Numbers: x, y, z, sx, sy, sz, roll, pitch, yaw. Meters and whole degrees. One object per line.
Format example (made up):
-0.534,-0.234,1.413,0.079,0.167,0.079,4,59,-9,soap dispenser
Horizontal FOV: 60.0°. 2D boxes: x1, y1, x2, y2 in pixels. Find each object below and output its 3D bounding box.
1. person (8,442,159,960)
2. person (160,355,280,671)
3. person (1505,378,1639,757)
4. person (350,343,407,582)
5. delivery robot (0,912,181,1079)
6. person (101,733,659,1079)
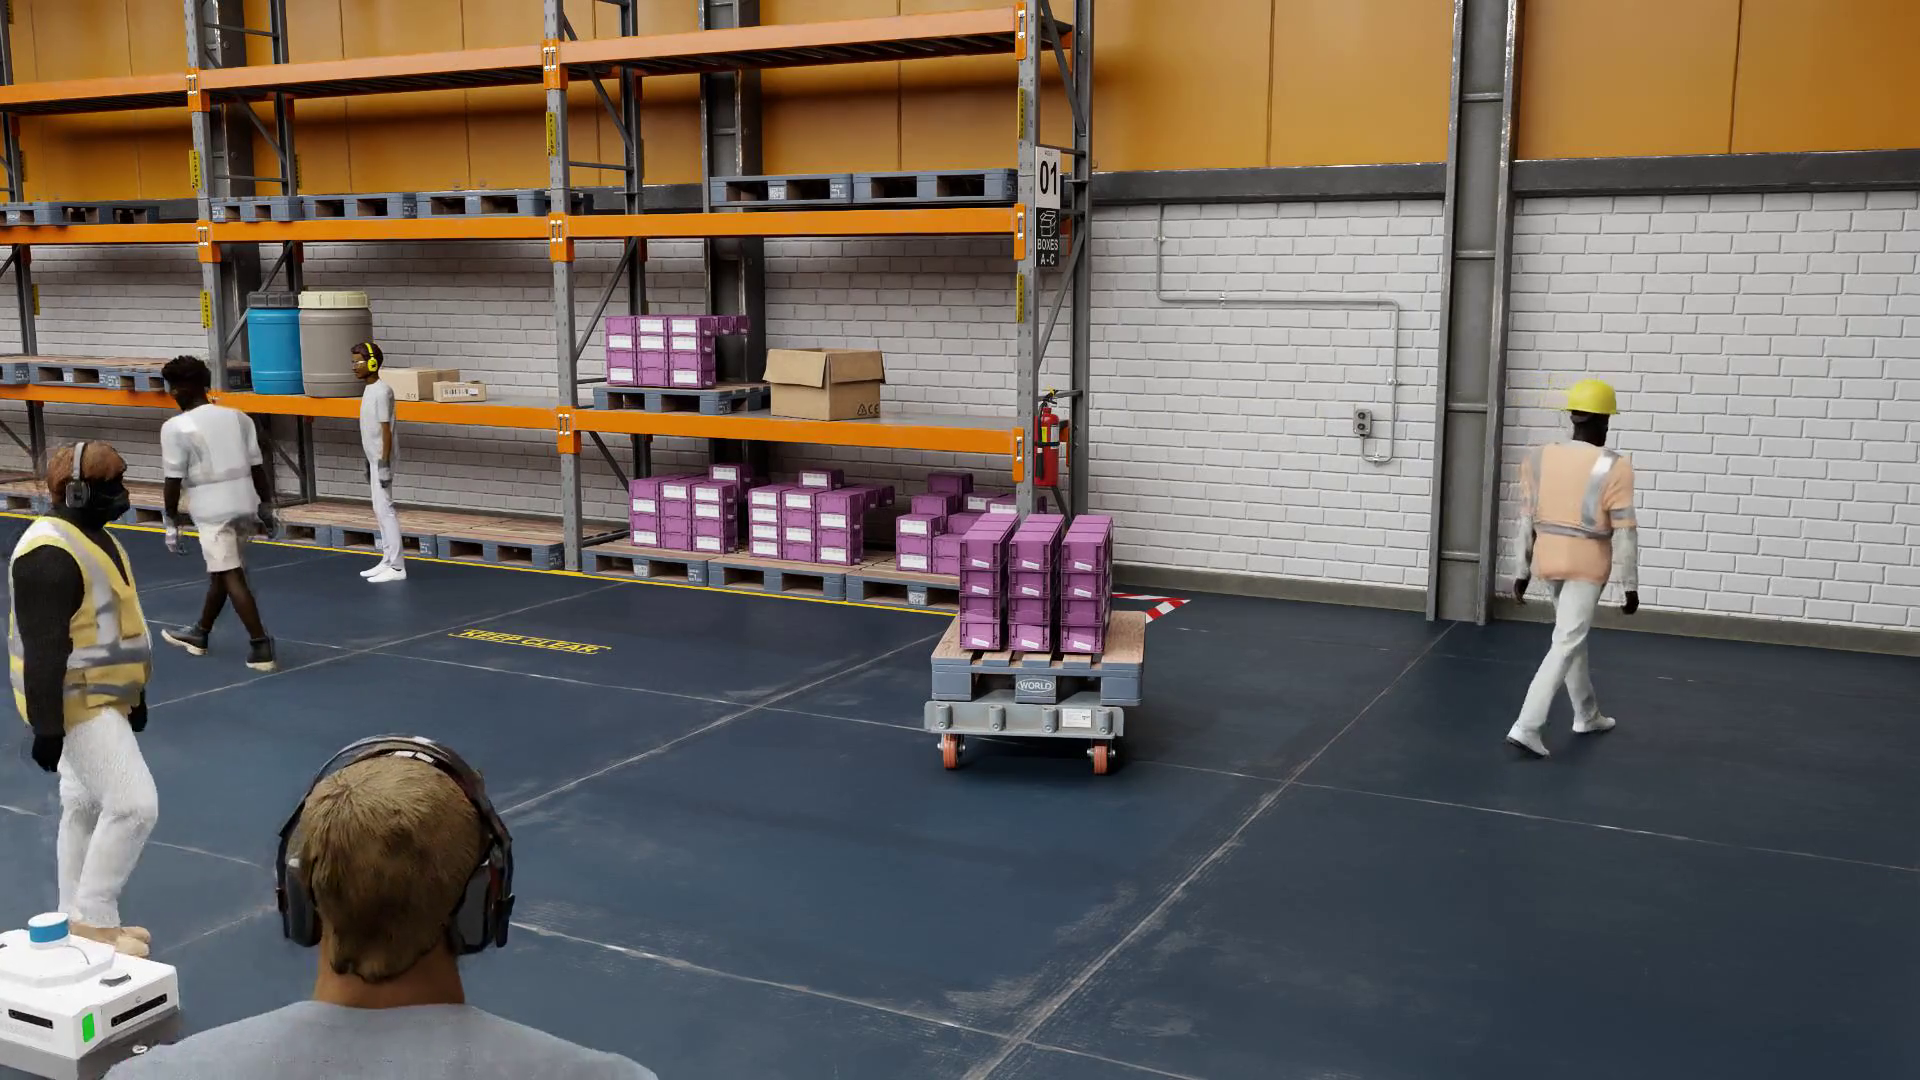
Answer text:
-2.984,0.573,5.761,0.493,1.825,0.652,-2,10,-14,person
-4.544,-0.170,10.136,0.992,1.894,0.677,4,10,25,person
3.067,0.131,8.344,0.985,1.884,0.606,-6,11,-34,person
-4.527,-0.602,12.935,0.320,1.861,0.515,-5,11,-30,person
-2.607,1.319,4.794,0.707,0.478,0.477,4,10,24,delivery robot
-0.607,1.164,1.805,0.678,1.928,0.501,-1,9,-5,person
